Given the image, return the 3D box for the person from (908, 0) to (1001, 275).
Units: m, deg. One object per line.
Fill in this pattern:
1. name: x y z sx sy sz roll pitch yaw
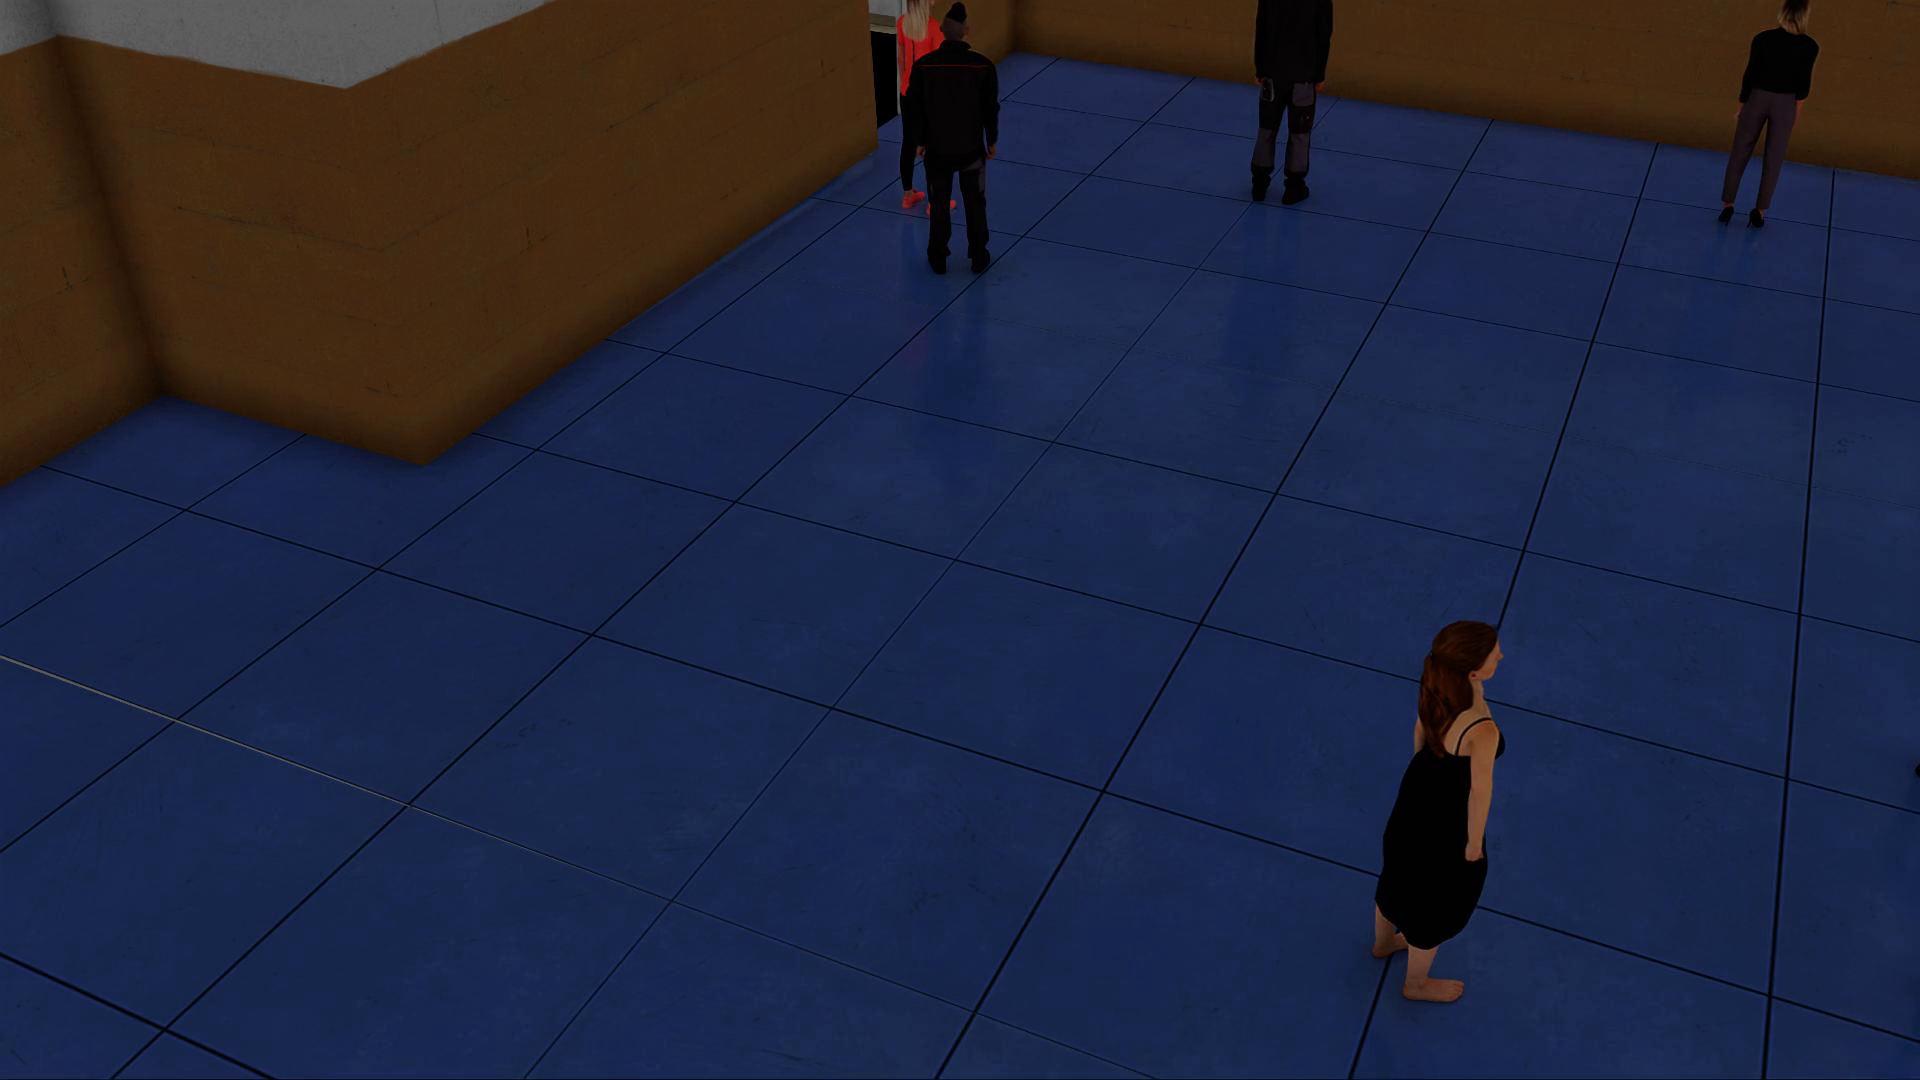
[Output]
1. person: -0.026 -2.686 11.131 0.720 1.861 0.905 1 34 2

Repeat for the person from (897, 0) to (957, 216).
1. person: -0.274 -3.230 12.122 0.544 1.693 0.700 24 40 31

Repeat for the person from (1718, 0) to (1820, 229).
1. person: 5.755 -3.038 11.852 0.494 1.672 0.672 19 38 26

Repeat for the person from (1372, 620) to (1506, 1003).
1. person: 1.692 0.952 5.896 0.724 1.624 0.671 -9 35 -13

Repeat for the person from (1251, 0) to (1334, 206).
1. person: 2.417 -3.434 12.199 0.535 1.946 0.765 12 36 18
